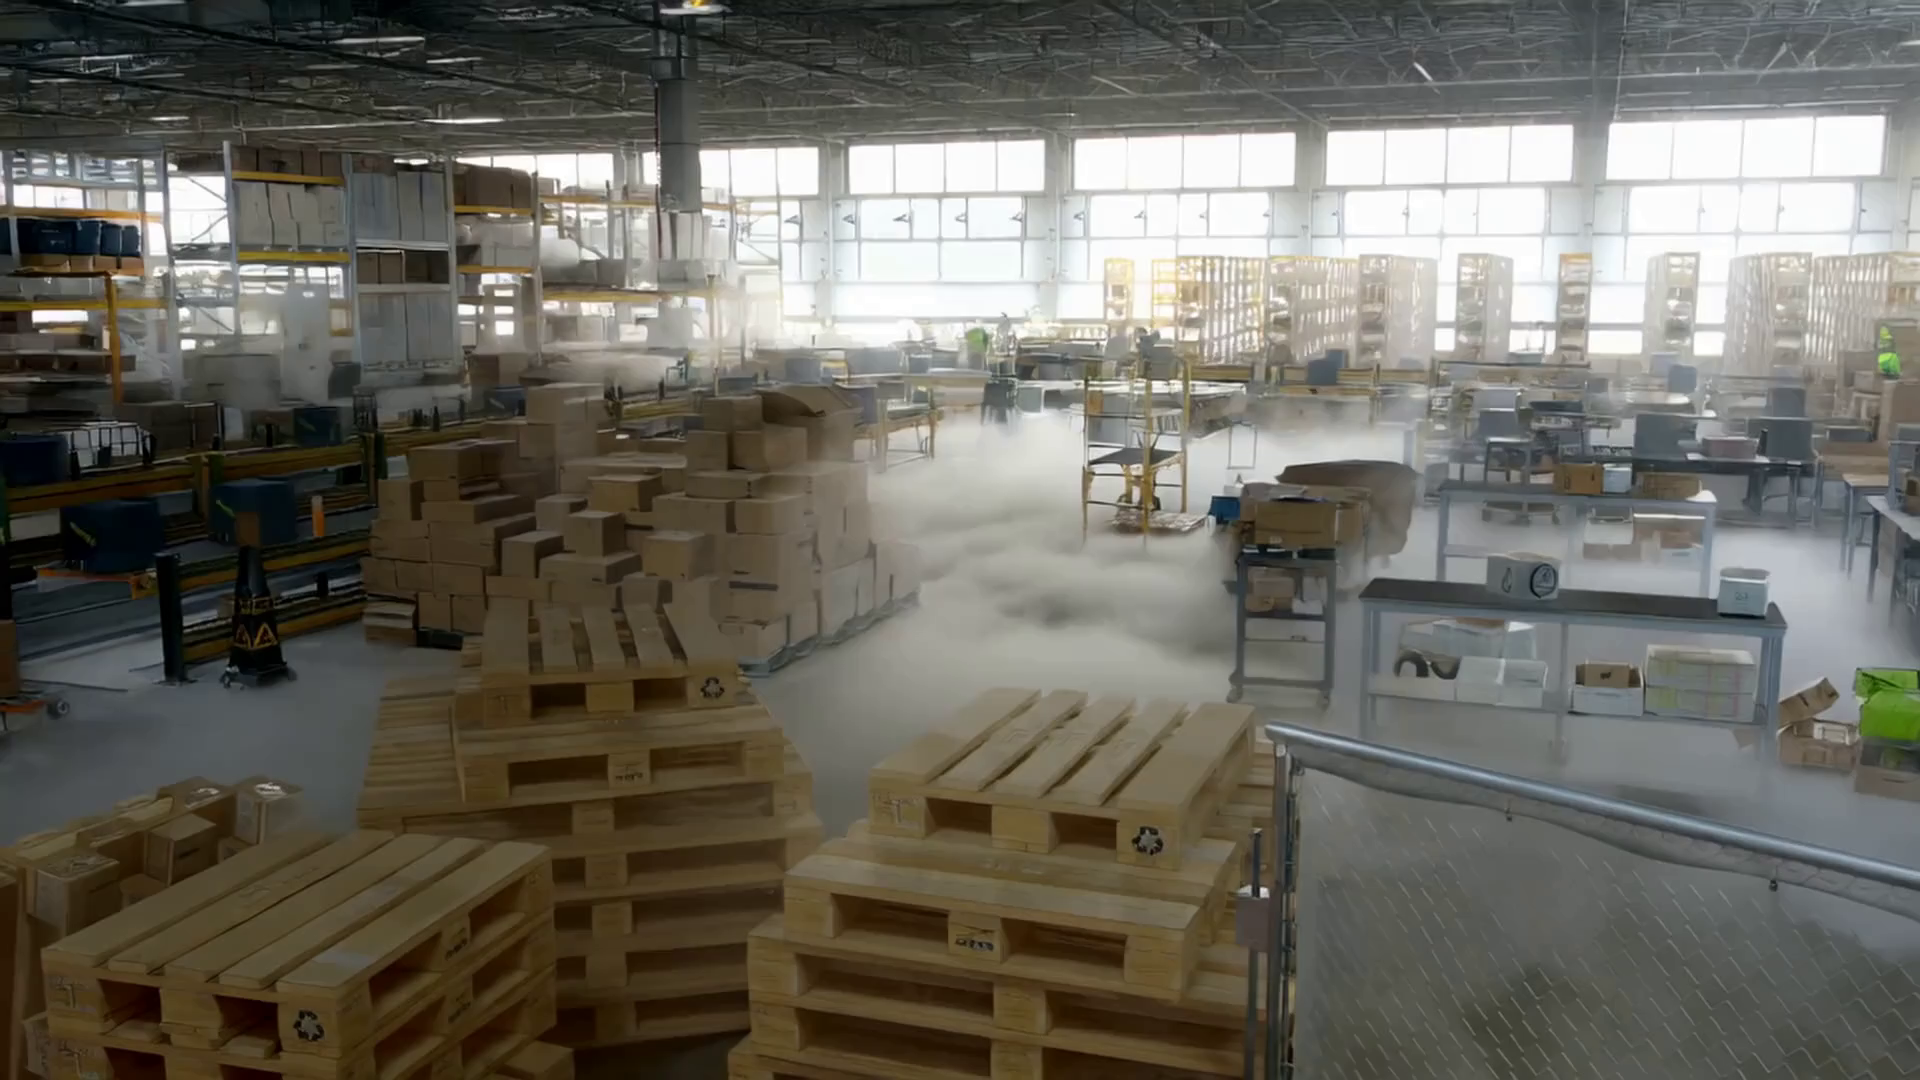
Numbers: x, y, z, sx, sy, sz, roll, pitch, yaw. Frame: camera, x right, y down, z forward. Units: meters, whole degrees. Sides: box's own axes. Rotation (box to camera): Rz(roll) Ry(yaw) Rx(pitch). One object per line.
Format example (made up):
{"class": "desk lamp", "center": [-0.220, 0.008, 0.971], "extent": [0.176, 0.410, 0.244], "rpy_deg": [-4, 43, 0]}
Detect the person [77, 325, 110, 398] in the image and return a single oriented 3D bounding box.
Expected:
{"class": "person", "center": [-21.661, -4.429, 41.330], "extent": [0.572, 1.781, 1.001], "rpy_deg": [2, 9, 12]}

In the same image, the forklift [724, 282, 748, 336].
{"class": "forklift", "center": [-6.888, -6.559, 51.275], "extent": [1.873, 2.768, 1.129], "rpy_deg": [3, 10, 20]}

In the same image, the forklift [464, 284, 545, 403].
{"class": "forklift", "center": [-10.832, -4.702, 39.610], "extent": [1.129, 2.768, 1.873], "rpy_deg": [3, 10, 20]}

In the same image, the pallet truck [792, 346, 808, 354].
{"class": "pallet truck", "center": [-3.705, -4.298, 42.022], "extent": [0.653, 1.274, 1.630], "rpy_deg": [3, 10, 20]}

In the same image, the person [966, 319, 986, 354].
{"class": "person", "center": [0.456, -5.195, 45.973], "extent": [0.588, 1.837, 0.403], "rpy_deg": [5, 10, 29]}

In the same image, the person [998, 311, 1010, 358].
{"class": "person", "center": [1.633, -7.520, 60.900], "extent": [0.485, 1.735, 0.344], "rpy_deg": [-5, 10, -28]}

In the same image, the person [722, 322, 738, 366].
{"class": "person", "center": [-5.613, -4.357, 40.461], "extent": [0.851, 1.919, 0.614], "rpy_deg": [6, 11, 33]}

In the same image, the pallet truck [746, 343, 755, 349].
{"class": "pallet truck", "center": [-6.183, -4.618, 44.264], "extent": [1.601, 1.201, 0.680], "rpy_deg": [-9, 12, -43]}

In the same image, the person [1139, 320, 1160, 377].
{"class": "person", "center": [5.040, -4.940, 44.342], "extent": [0.566, 1.846, 0.389], "rpy_deg": [0, 9, -2]}

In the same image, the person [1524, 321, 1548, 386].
{"class": "person", "center": [15.842, -5.134, 45.770], "extent": [0.617, 1.787, 0.942], "rpy_deg": [3, 9, 16]}

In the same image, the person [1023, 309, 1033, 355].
{"class": "person", "center": [2.265, -6.873, 56.292], "extent": [0.409, 1.907, 0.651], "rpy_deg": [1, 9, 4]}

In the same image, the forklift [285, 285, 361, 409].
{"class": "forklift", "center": [-14.289, -4.221, 36.590], "extent": [1.129, 2.768, 1.873], "rpy_deg": [4, 10, 23]}

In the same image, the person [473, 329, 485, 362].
{"class": "person", "center": [-12.042, -4.478, 41.944], "extent": [0.321, 1.694, 0.535], "rpy_deg": [8, 12, 43]}

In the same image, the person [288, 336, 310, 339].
{"class": "person", "center": [-15.475, -4.107, 39.117], "extent": [0.704, 1.846, 0.954], "rpy_deg": [-2, 9, -13]}
